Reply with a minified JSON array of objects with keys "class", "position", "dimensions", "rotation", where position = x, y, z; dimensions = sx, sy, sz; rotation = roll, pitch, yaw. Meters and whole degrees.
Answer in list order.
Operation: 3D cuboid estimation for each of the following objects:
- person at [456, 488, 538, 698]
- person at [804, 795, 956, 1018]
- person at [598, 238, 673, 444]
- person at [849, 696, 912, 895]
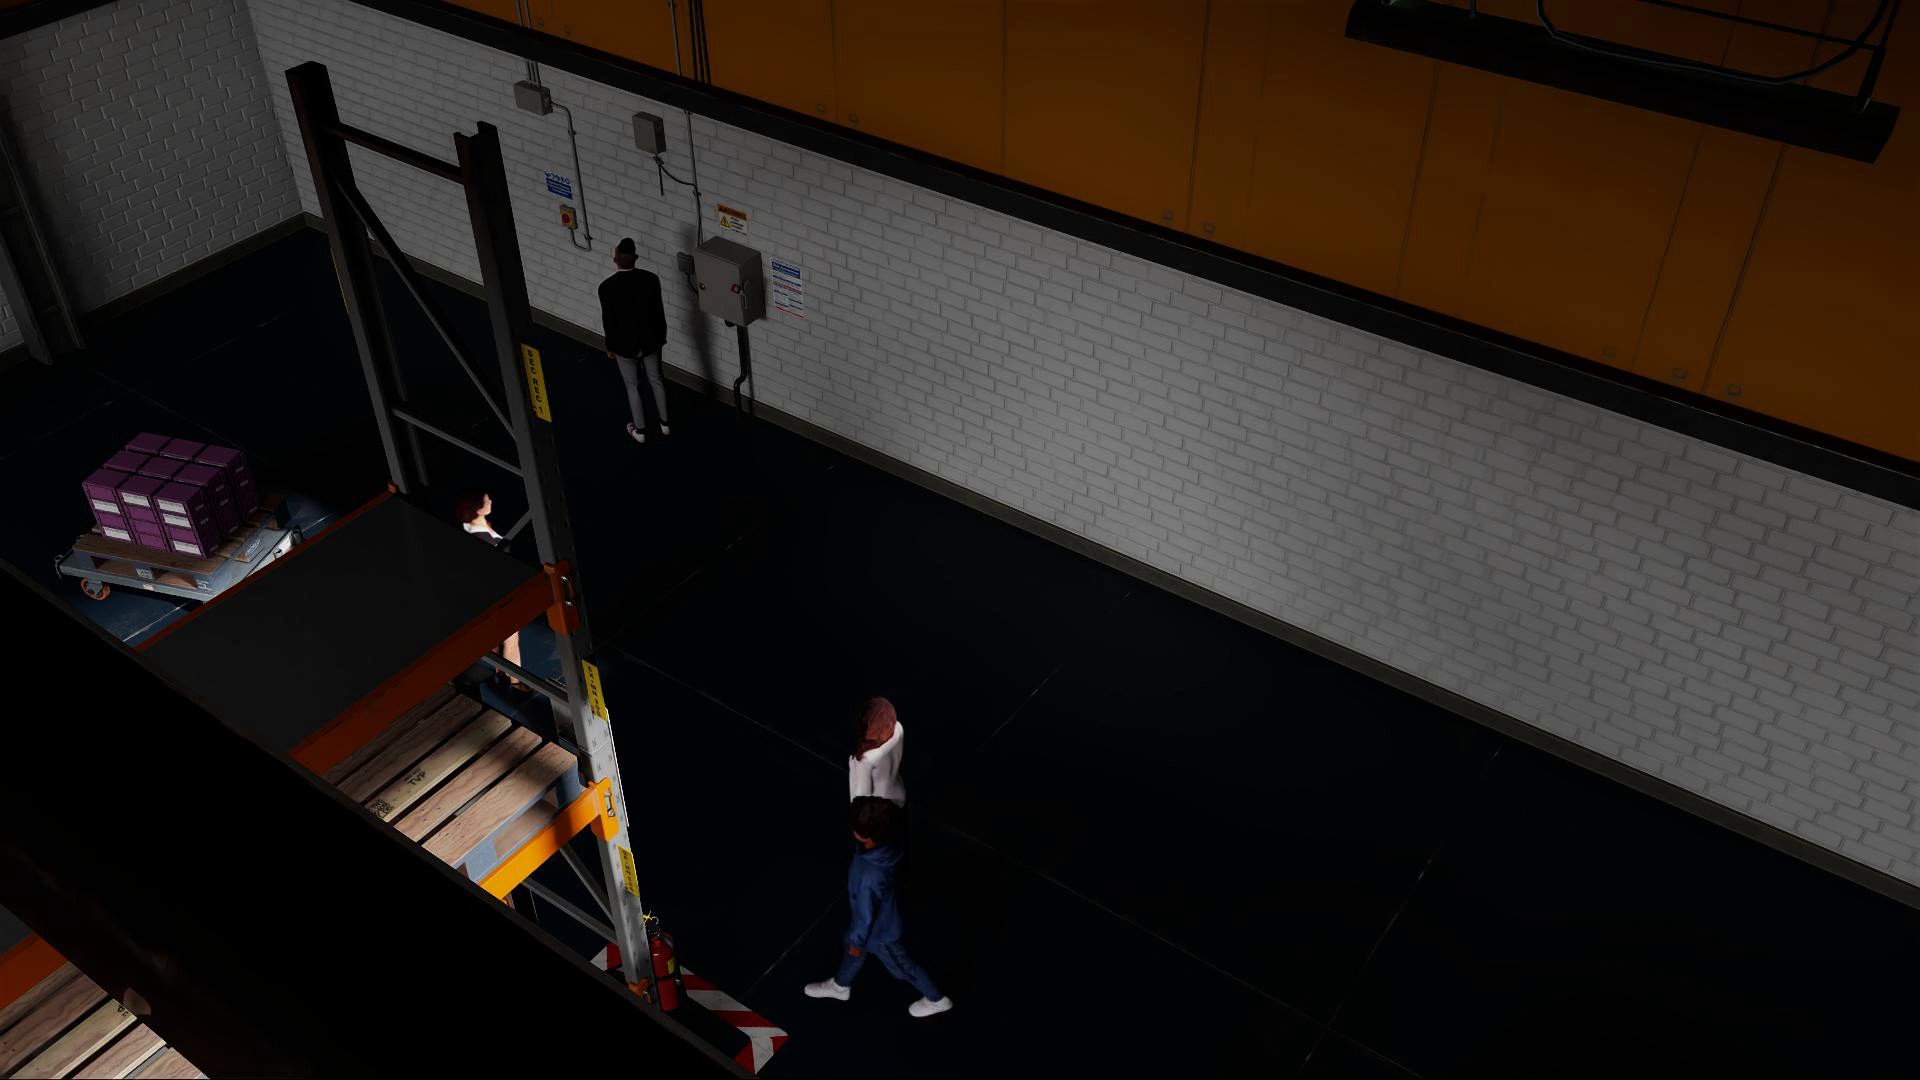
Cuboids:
[{"class":"person","position":[-3.257,0.376,11.643],"dimensions":[0.609,1.796,0.529],"rotation":[31,48,33]},{"class":"person","position":[-0.375,2.136,9.453],"dimensions":[1.119,1.780,1.196],"rotation":[3,39,4]},{"class":"person","position":[-2.742,-1.718,14.142],"dimensions":[0.722,1.949,0.855],"rotation":[-17,42,-20]},{"class":"person","position":[-0.463,1.613,10.095],"dimensions":[0.669,1.795,0.462],"rotation":[21,43,24]}]
